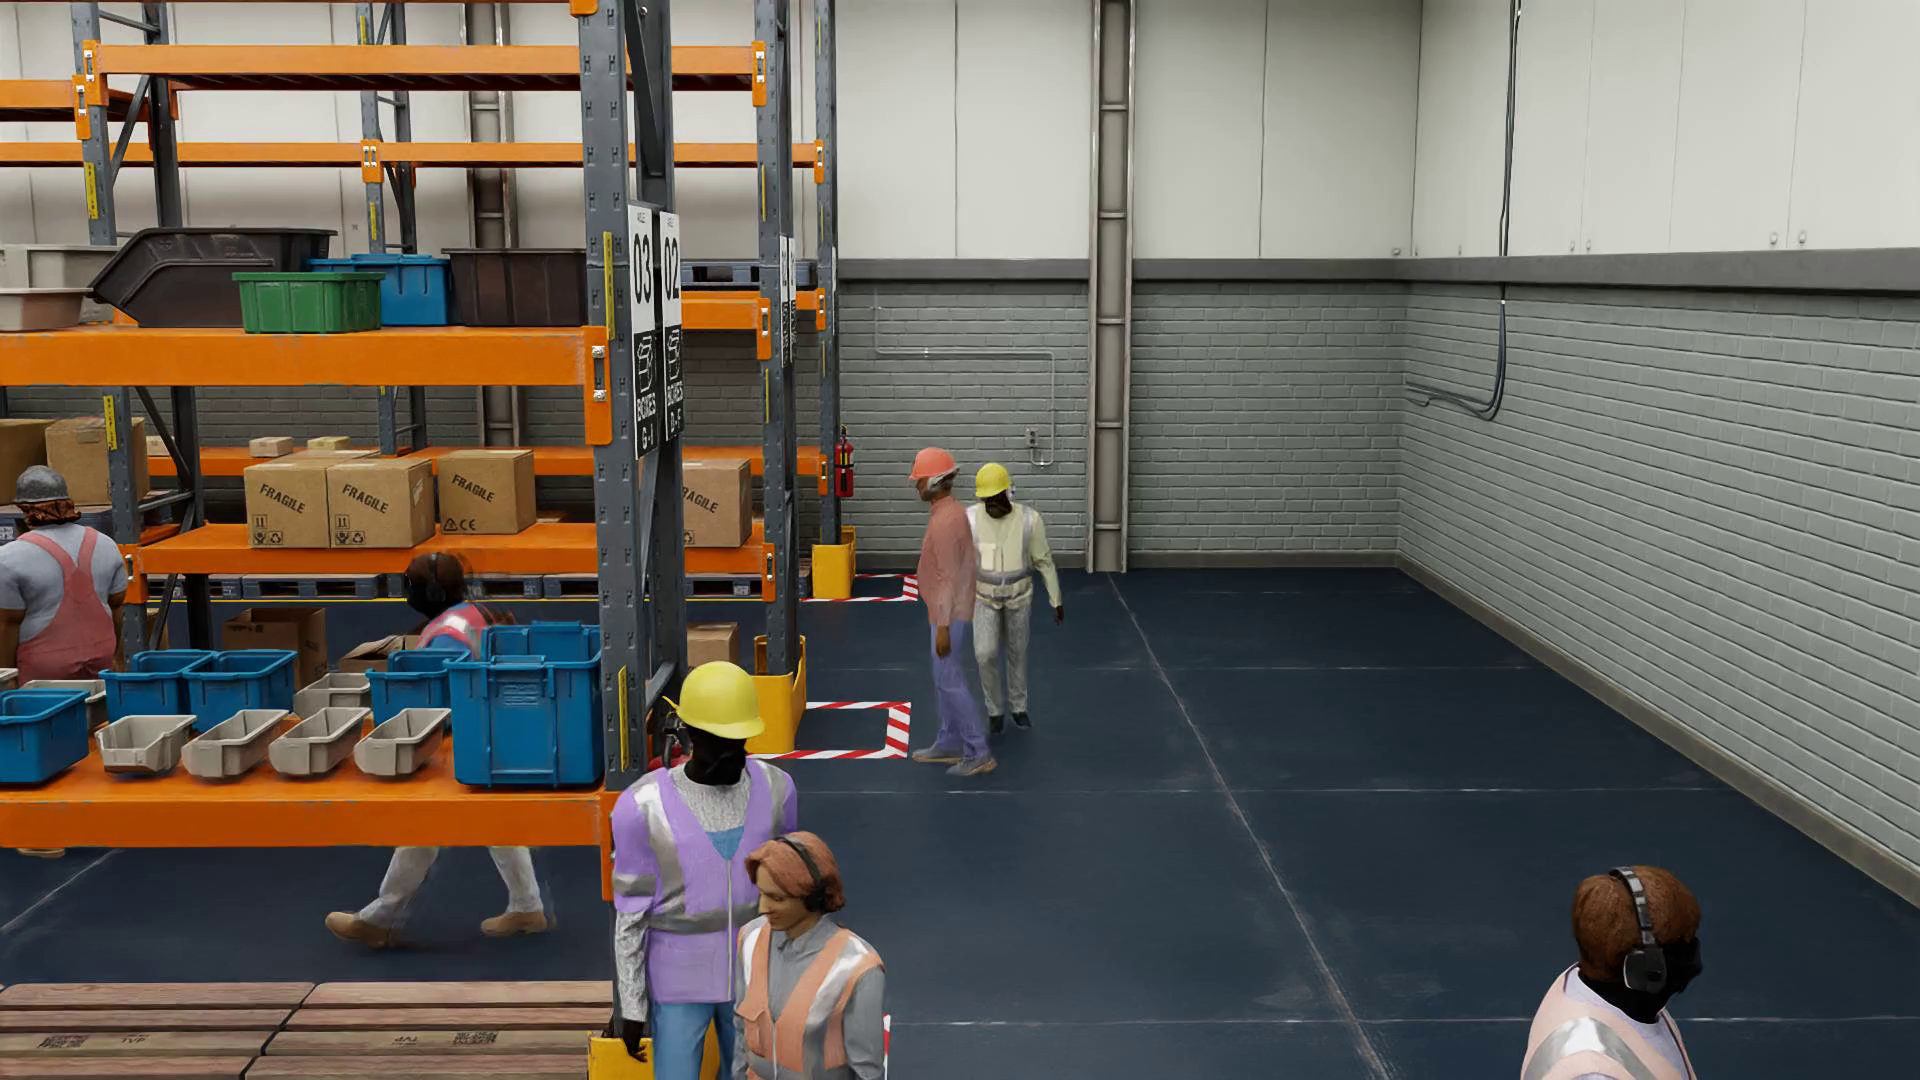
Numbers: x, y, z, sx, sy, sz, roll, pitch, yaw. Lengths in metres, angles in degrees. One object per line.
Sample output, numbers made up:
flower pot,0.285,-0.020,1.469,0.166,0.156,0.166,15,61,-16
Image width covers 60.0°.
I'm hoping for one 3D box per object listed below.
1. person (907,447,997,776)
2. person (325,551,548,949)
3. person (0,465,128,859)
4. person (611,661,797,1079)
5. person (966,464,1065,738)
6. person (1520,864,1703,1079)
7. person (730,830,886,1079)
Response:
person,-0.083,0.427,9.993,0.451,1.994,0.632,1,9,4
person,-2.339,0.935,7.456,0.973,1.785,0.643,-1,9,-6
person,-4.727,0.610,8.686,0.535,2.000,0.679,5,10,27
person,-0.720,1.288,4.922,0.592,1.918,0.395,-6,11,-32
person,0.316,0.390,10.811,0.717,1.792,0.588,-1,9,-6
person,1.353,1.563,3.443,0.429,1.845,0.633,4,10,23
person,-0.385,1.532,4.285,0.528,1.630,0.320,8,12,40
